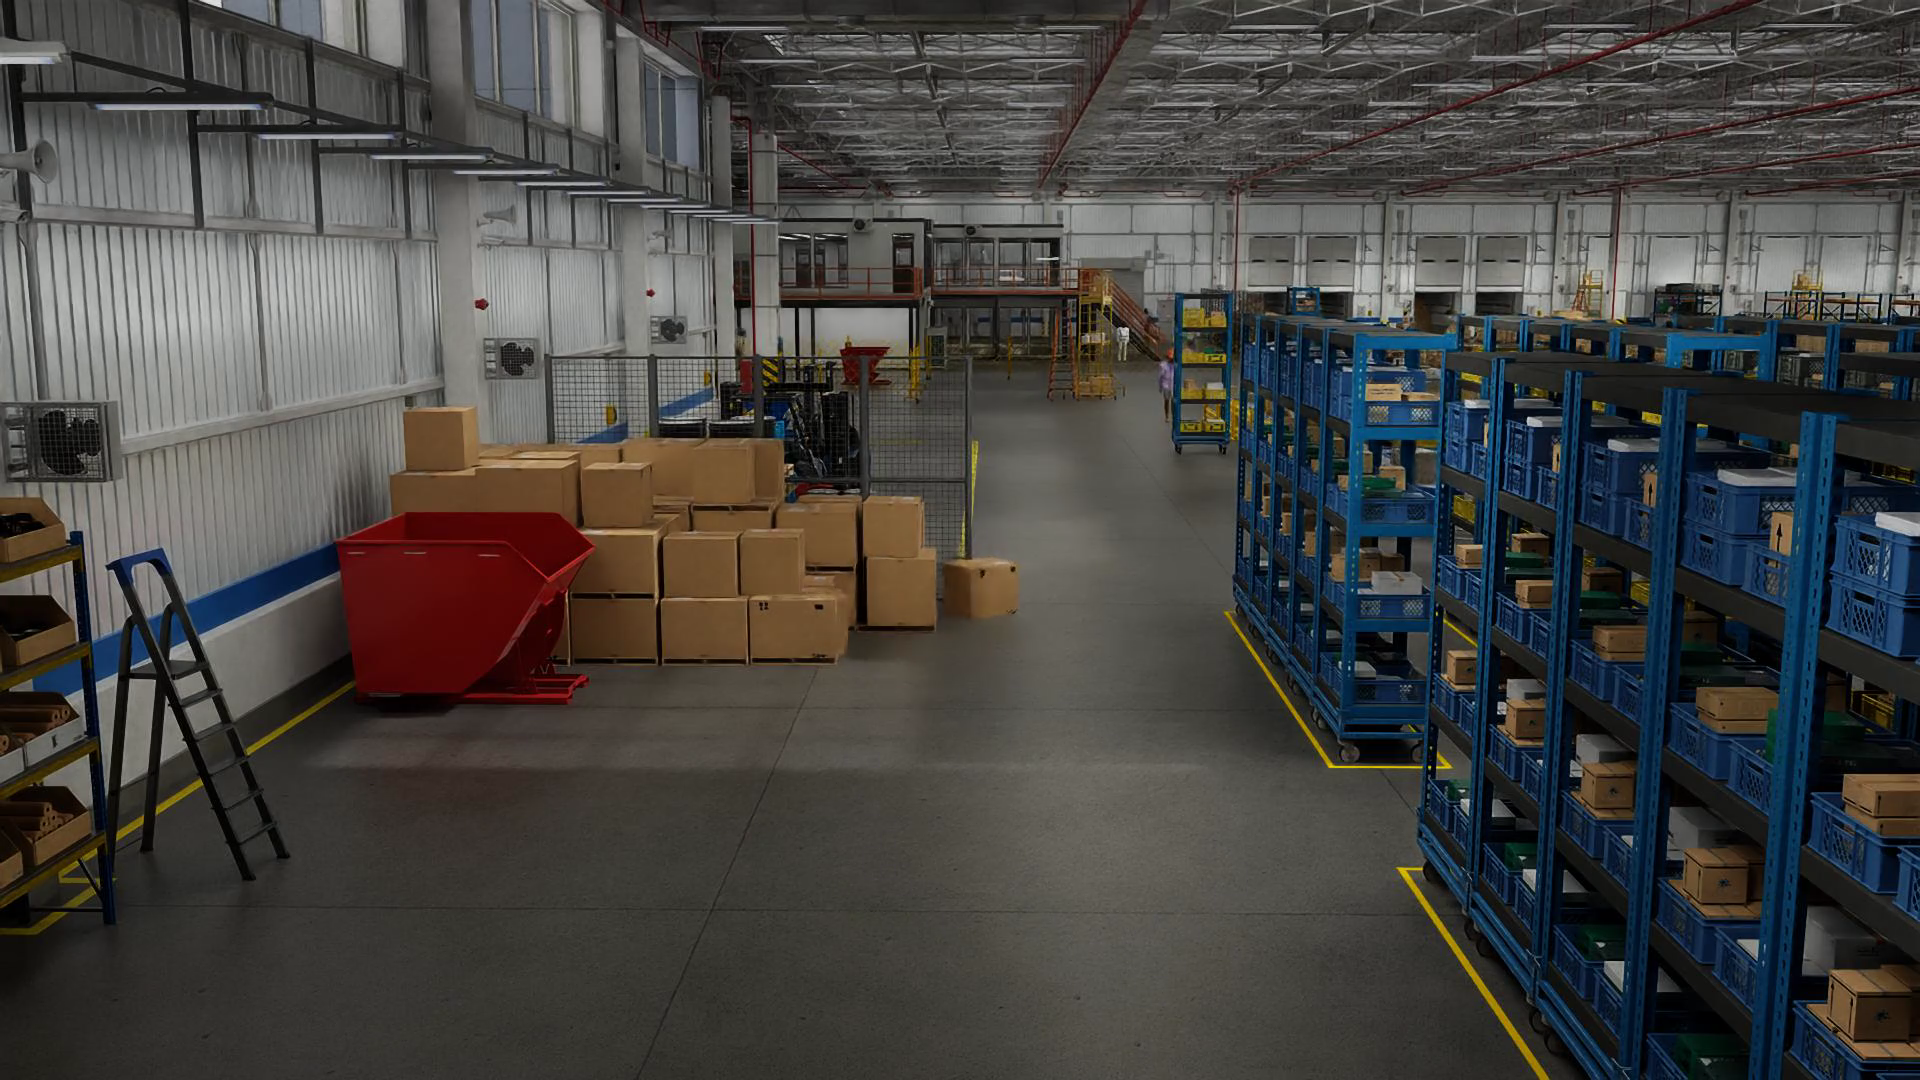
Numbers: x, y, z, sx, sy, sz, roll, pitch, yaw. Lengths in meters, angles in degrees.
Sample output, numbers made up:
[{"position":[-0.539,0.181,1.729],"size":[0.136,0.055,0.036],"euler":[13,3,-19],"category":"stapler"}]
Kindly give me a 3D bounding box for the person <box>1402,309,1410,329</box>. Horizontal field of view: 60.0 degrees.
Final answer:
[{"position":[25.259,-12.126,94.333],"size":[0.585,1.918,0.395],"euler":[-6,11,-31],"category":"person"}]

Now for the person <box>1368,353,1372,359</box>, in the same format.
[{"position":[12.990,-5.231,52.106],"size":[0.404,1.822,0.596],"euler":[-3,10,-18],"category":"person"}]

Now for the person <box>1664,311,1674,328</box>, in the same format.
[{"position":[36.553,-10.785,85.675],"size":[0.536,2.000,0.702],"euler":[-4,10,-23],"category":"person"}]

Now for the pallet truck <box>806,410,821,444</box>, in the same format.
[{"position":[-3.559,-2.018,33.905],"size":[1.522,1.261,0.704],"euler":[0,9,-1],"category":"pallet truck"}]

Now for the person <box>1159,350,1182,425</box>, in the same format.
[{"position":[5.668,-4.126,44.747],"size":[0.601,2.006,1.043],"euler":[1,9,7],"category":"person"}]

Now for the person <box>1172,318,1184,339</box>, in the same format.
[{"position":[10.880,-10.262,83.144],"size":[0.586,1.808,1.021],"euler":[1,9,4],"category":"person"}]

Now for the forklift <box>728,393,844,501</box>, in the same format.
[{"position":[-2.979,-1.316,26.476],"size":[2.680,1.987,1.157],"euler":[0,9,1],"category":"forklift"}]

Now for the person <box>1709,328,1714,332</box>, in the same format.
[{"position":[33.349,-8.833,73.973],"size":[0.379,1.931,0.542],"euler":[1,9,4],"category":"person"}]

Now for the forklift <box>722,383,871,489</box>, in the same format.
[{"position":[-2.893,-1.687,28.729],"size":[2.680,1.987,1.157],"euler":[0,9,-1],"category":"forklift"}]

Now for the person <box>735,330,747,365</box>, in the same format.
[{"position":[-8.698,-7.410,65.720],"size":[1.002,1.770,0.552],"euler":[0,9,-1],"category":"person"}]

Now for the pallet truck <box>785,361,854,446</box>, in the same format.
[{"position":[-3.410,-3.193,38.978],"size":[1.885,1.965,0.823],"euler":[0,9,-1],"category":"pallet truck"}]

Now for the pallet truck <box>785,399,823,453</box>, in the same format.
[{"position":[-3.814,-2.432,36.419],"size":[1.630,1.274,0.653],"euler":[0,9,1],"category":"pallet truck"}]

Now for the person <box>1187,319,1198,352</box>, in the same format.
[{"position":[10.689,-9.180,76.230],"size":[0.610,1.893,0.779],"euler":[9,13,43],"category":"person"}]

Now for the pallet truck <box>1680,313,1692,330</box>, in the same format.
[{"position":[36.315,-10.531,84.244],"size":[0.823,1.965,1.885],"euler":[-6,11,-33],"category":"pallet truck"}]

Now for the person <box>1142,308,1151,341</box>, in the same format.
[{"position":[10.831,-12.505,96.686],"size":[0.519,1.908,0.608],"euler":[-2,9,-10],"category":"person"}]

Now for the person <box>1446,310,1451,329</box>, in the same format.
[{"position":[28.337,-12.395,96.257],"size":[0.860,1.842,0.518],"euler":[0,9,-2],"category":"person"}]

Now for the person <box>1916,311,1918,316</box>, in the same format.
[{"position":[53.094,-11.804,92.439],"size":[0.630,1.881,0.788],"euler":[2,10,14],"category":"person"}]

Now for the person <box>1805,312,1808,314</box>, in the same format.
[{"position":[44.809,-11.145,88.254],"size":[0.369,1.933,0.633],"euler":[1,9,8],"category":"person"}]

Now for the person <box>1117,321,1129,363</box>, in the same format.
[{"position":[7.273,-8.845,74.193],"size":[0.575,1.882,0.361],"euler":[-2,9,-13],"category":"person"}]

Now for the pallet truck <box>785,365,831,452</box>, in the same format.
[{"position":[-3.774,-2.976,37.635],"size":[1.885,1.965,0.823],"euler":[1,9,5],"category":"pallet truck"}]

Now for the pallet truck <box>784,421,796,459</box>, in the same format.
[{"position":[-4.013,-1.793,32.705],"size":[1.601,1.201,0.680],"euler":[0,9,1],"category":"pallet truck"}]

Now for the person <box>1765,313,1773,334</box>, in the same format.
[{"position":[42.902,-11.093,88.208],"size":[0.429,1.838,0.621],"euler":[2,9,14],"category":"person"}]
